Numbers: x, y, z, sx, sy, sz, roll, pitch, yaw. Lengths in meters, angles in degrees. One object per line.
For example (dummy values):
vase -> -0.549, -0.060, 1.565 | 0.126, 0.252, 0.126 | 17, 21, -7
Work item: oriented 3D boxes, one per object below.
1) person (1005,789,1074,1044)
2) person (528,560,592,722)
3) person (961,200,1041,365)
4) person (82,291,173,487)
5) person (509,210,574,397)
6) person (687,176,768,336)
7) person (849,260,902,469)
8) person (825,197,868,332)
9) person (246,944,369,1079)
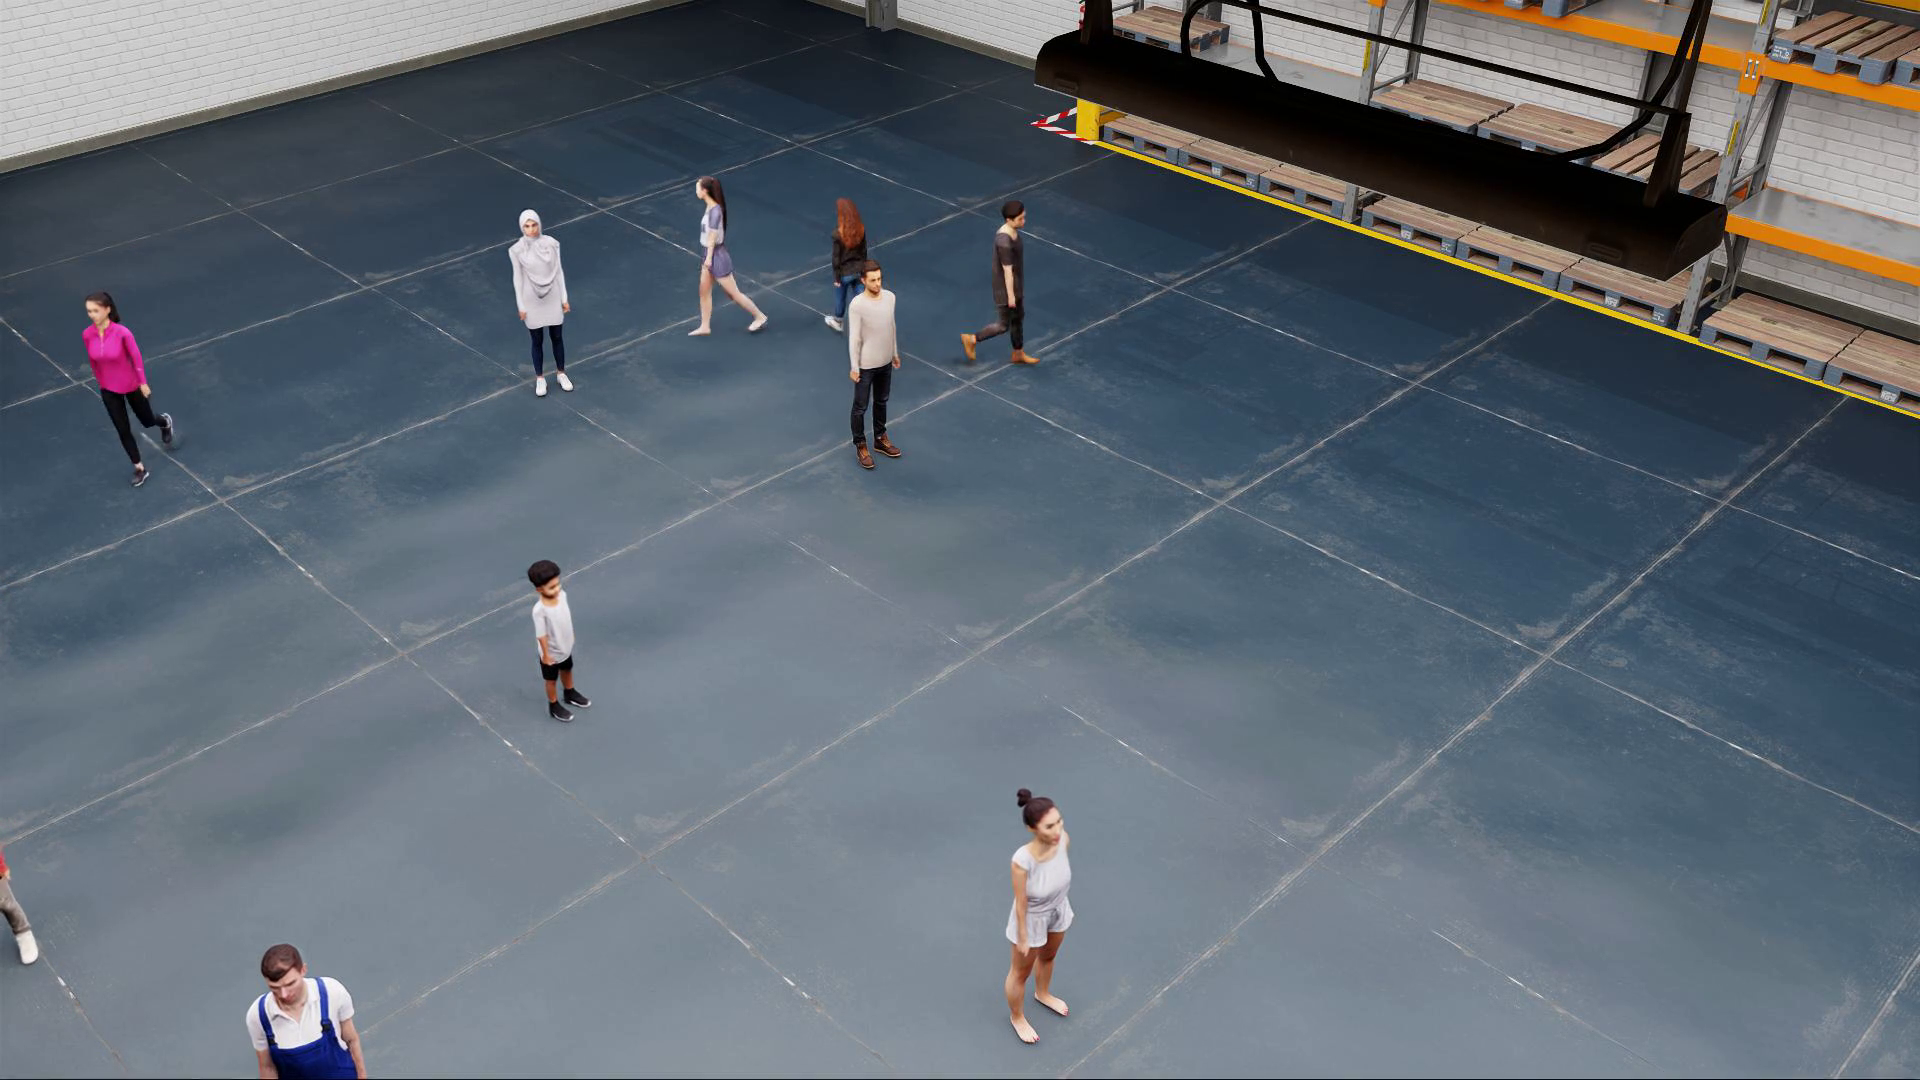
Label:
person -> 0.426, 2.035, 9.052 | 0.552, 1.600, 0.548 | 29, 43, 36
person -> -2.784, 0.668, 11.418 | 0.556, 1.257, 0.533 | 16, 37, 23
person -> 0.372, -2.393, 15.637 | 1.086, 1.684, 0.935 | 6, 34, 9
person -> -7.027, -1.324, 14.032 | 0.960, 1.680, 1.035 | -1, 34, -1
person -> -3.826, -2.185, 15.241 | 0.687, 1.775, 0.666 | -14, 36, -19
person -> -2.269, -2.727, 16.204 | 0.976, 1.612, 1.054 | -9, 35, -14
person -> -0.738, -1.526, 14.169 | 0.672, 1.866, 0.564 | -25, 41, -33
person -> -1.024, -2.577, 16.118 | 0.695, 1.457, 0.877 | -20, 38, -27
person -> -3.068, 2.597, 7.979 | 0.699, 1.851, 0.685 | -14, 36, -20
